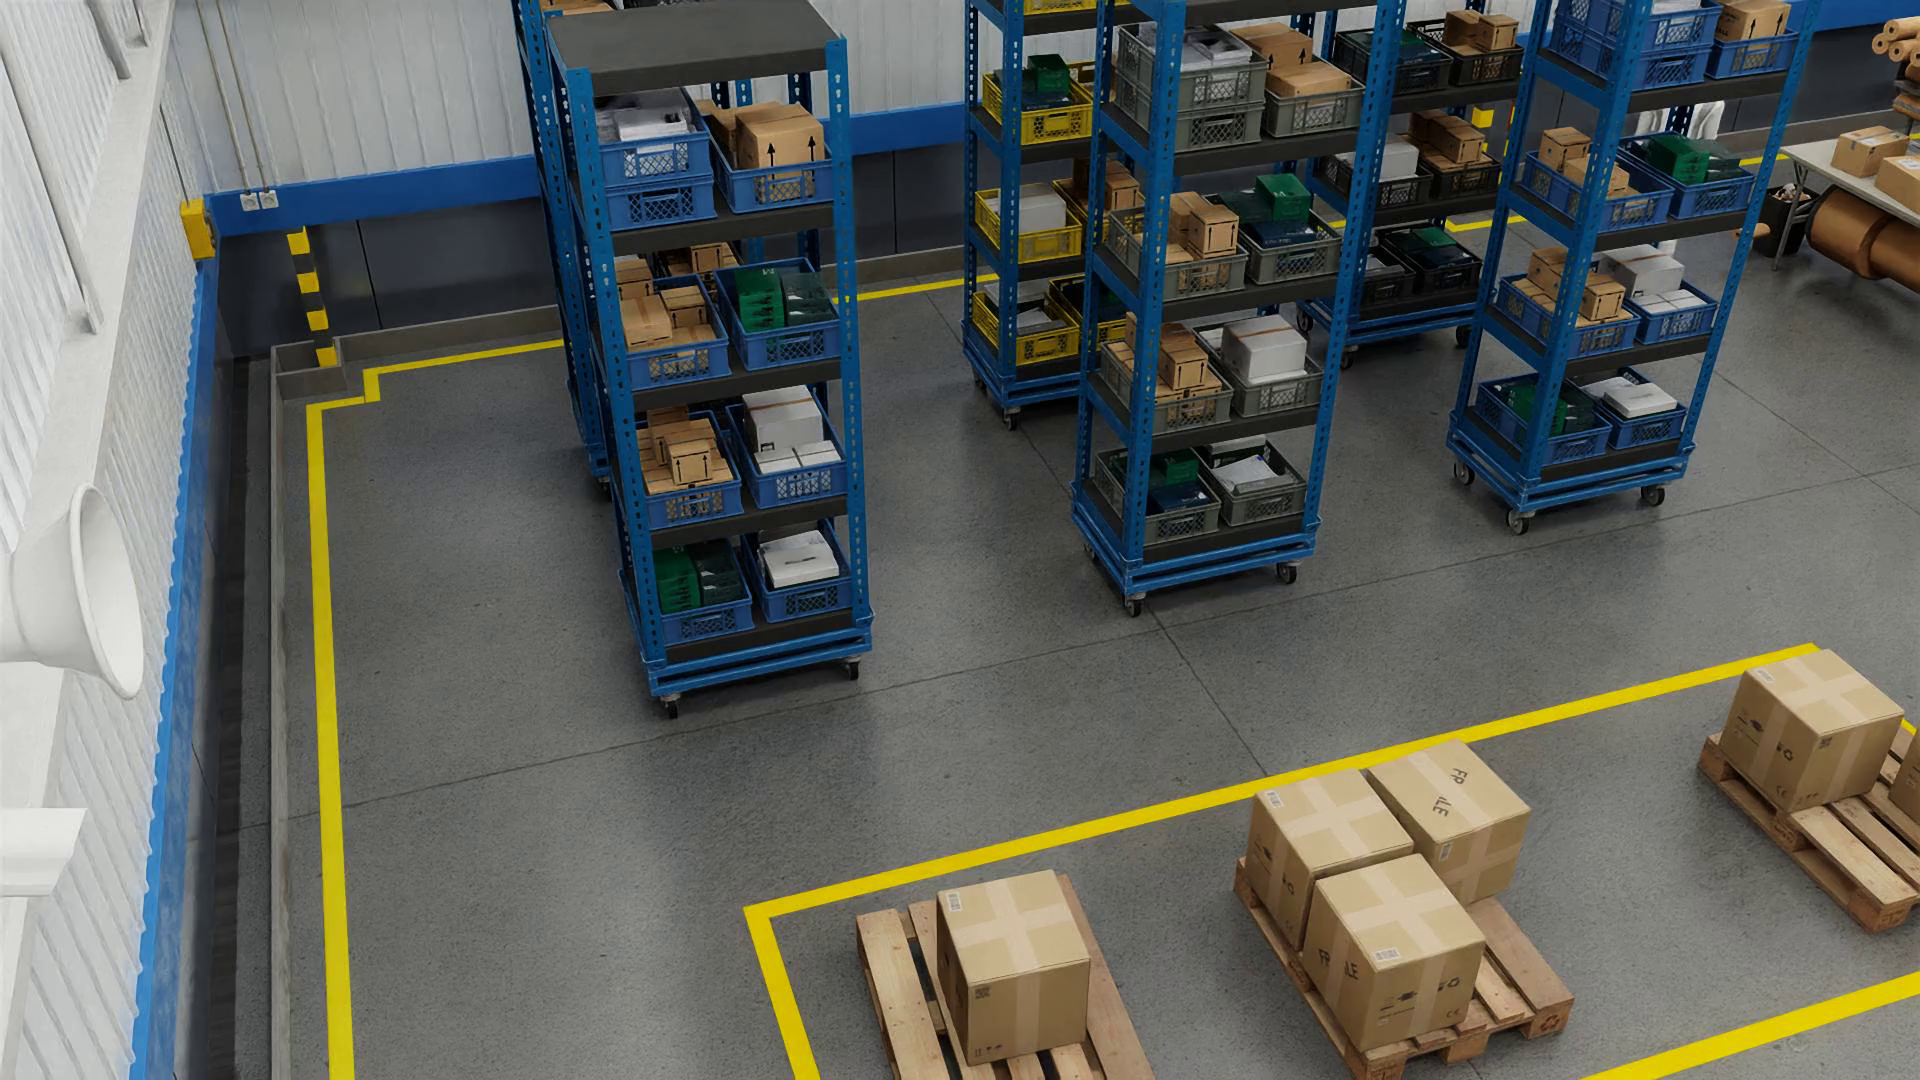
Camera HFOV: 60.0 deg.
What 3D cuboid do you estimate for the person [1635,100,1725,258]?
[{"bbox_3d":[5.415,-2.857,12.716,0.574,1.875,0.355,17,38,22],"label":"person"}]
